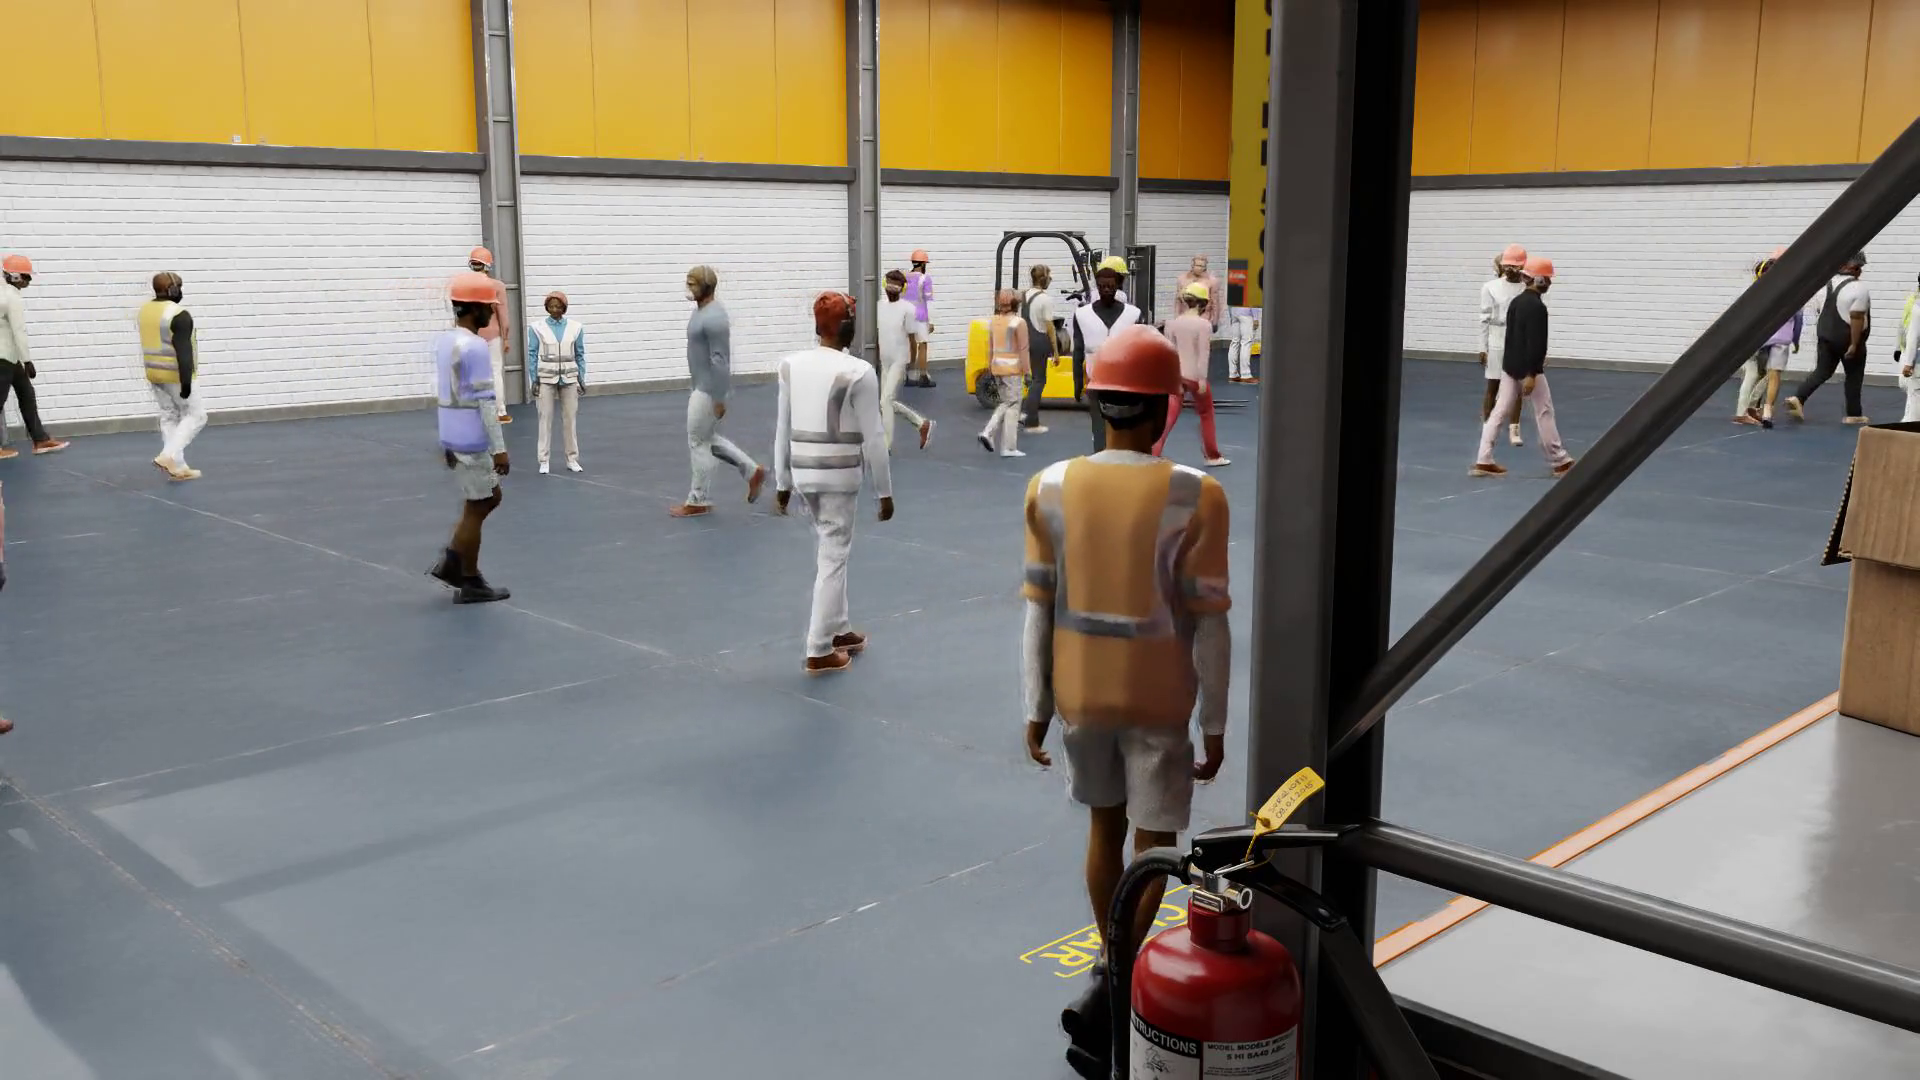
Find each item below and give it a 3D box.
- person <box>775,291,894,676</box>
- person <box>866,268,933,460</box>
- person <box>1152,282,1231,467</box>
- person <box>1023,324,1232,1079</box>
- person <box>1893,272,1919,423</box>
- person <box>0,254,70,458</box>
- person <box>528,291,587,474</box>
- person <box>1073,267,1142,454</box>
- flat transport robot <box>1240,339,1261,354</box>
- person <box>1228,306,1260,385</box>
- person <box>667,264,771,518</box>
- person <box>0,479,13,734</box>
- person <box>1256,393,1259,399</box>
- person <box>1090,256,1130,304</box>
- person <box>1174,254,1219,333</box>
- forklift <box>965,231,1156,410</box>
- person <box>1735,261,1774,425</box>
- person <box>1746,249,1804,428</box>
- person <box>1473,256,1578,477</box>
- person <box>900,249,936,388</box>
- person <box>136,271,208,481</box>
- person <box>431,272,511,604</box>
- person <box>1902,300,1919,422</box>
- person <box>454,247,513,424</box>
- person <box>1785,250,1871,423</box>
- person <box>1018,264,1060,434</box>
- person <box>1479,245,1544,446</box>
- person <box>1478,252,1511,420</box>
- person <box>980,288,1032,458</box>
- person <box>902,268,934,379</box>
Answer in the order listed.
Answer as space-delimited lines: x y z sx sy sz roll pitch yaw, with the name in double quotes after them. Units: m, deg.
-0.568 -0.287 8.199 0.603 1.856 0.746 8 13 36 "person"
-0.584 -1.693 15.955 0.729 1.829 0.533 -8 13 -38 "person"
2.074 -1.489 15.167 0.922 1.712 0.529 -8 13 -37 "person"
0.403 0.411 4.275 0.553 1.914 0.827 5 11 24 "person"
10.402 -2.031 17.865 0.676 1.808 0.679 -2 11 -11 "person"
-9.066 -1.763 16.020 0.884 1.941 0.608 -7 13 -34 "person"
-3.619 -1.416 14.964 0.513 1.639 0.311 -5 11 -25 "person"
1.254 -1.364 14.075 0.604 1.868 1.035 0 10 -1 "person"
5.375 -3.496 30.038 0.652 0.197 1.431 1 10 4 "flat transport robot"
4.070 -3.192 23.834 0.353 1.936 0.633 -5 12 -27 "person"
-1.854 -1.129 12.626 0.740 1.923 0.638 -3 11 -16 "person"
-4.118 0.019 6.622 0.666 1.846 0.842 3 11 17 "person"
4.053 -2.436 20.663 0.521 1.588 0.851 -5 12 -25 "person"
1.598 -1.951 17.117 0.500 1.912 0.610 -6 12 -30 "person"
3.451 -3.211 24.139 0.627 1.869 0.808 6 12 28 "person"
1.222 -2.721 20.561 2.313 2.155 1.214 2 11 13 "forklift"
8.994 -2.206 18.713 0.543 1.844 0.407 -9 13 -39 "person"
9.080 -2.253 18.625 0.596 1.990 1.020 7 13 34 "person"
5.026 -1.510 14.641 1.020 1.940 0.622 -2 11 -9 "person"
-0.577 -3.110 23.391 0.552 1.932 0.377 8 13 36 "person"
-6.823 -1.405 14.391 0.631 1.824 0.465 6 12 28 "person"
-2.802 -0.579 9.639 0.406 1.924 0.563 -6 12 -31 "person"
9.668 -1.798 16.547 0.591 1.826 0.403 -2 11 -10 "person"
-5.393 -2.302 18.823 0.612 1.994 0.395 1 10 4 "person"
9.904 -2.327 18.834 0.890 2.000 0.687 -4 11 -19 "person"
0.843 -2.039 17.848 0.421 1.826 0.542 -7 13 -34 "person"
5.575 -1.962 16.858 0.609 2.036 0.403 3 11 14 "person"
6.273 -2.346 19.227 0.629 1.936 0.373 -10 14 -42 "person"
0.471 -1.596 15.988 0.379 1.628 0.520 -7 13 -35 "person"
-0.641 -3.225 24.705 0.535 1.690 0.320 3 11 17 "person"
